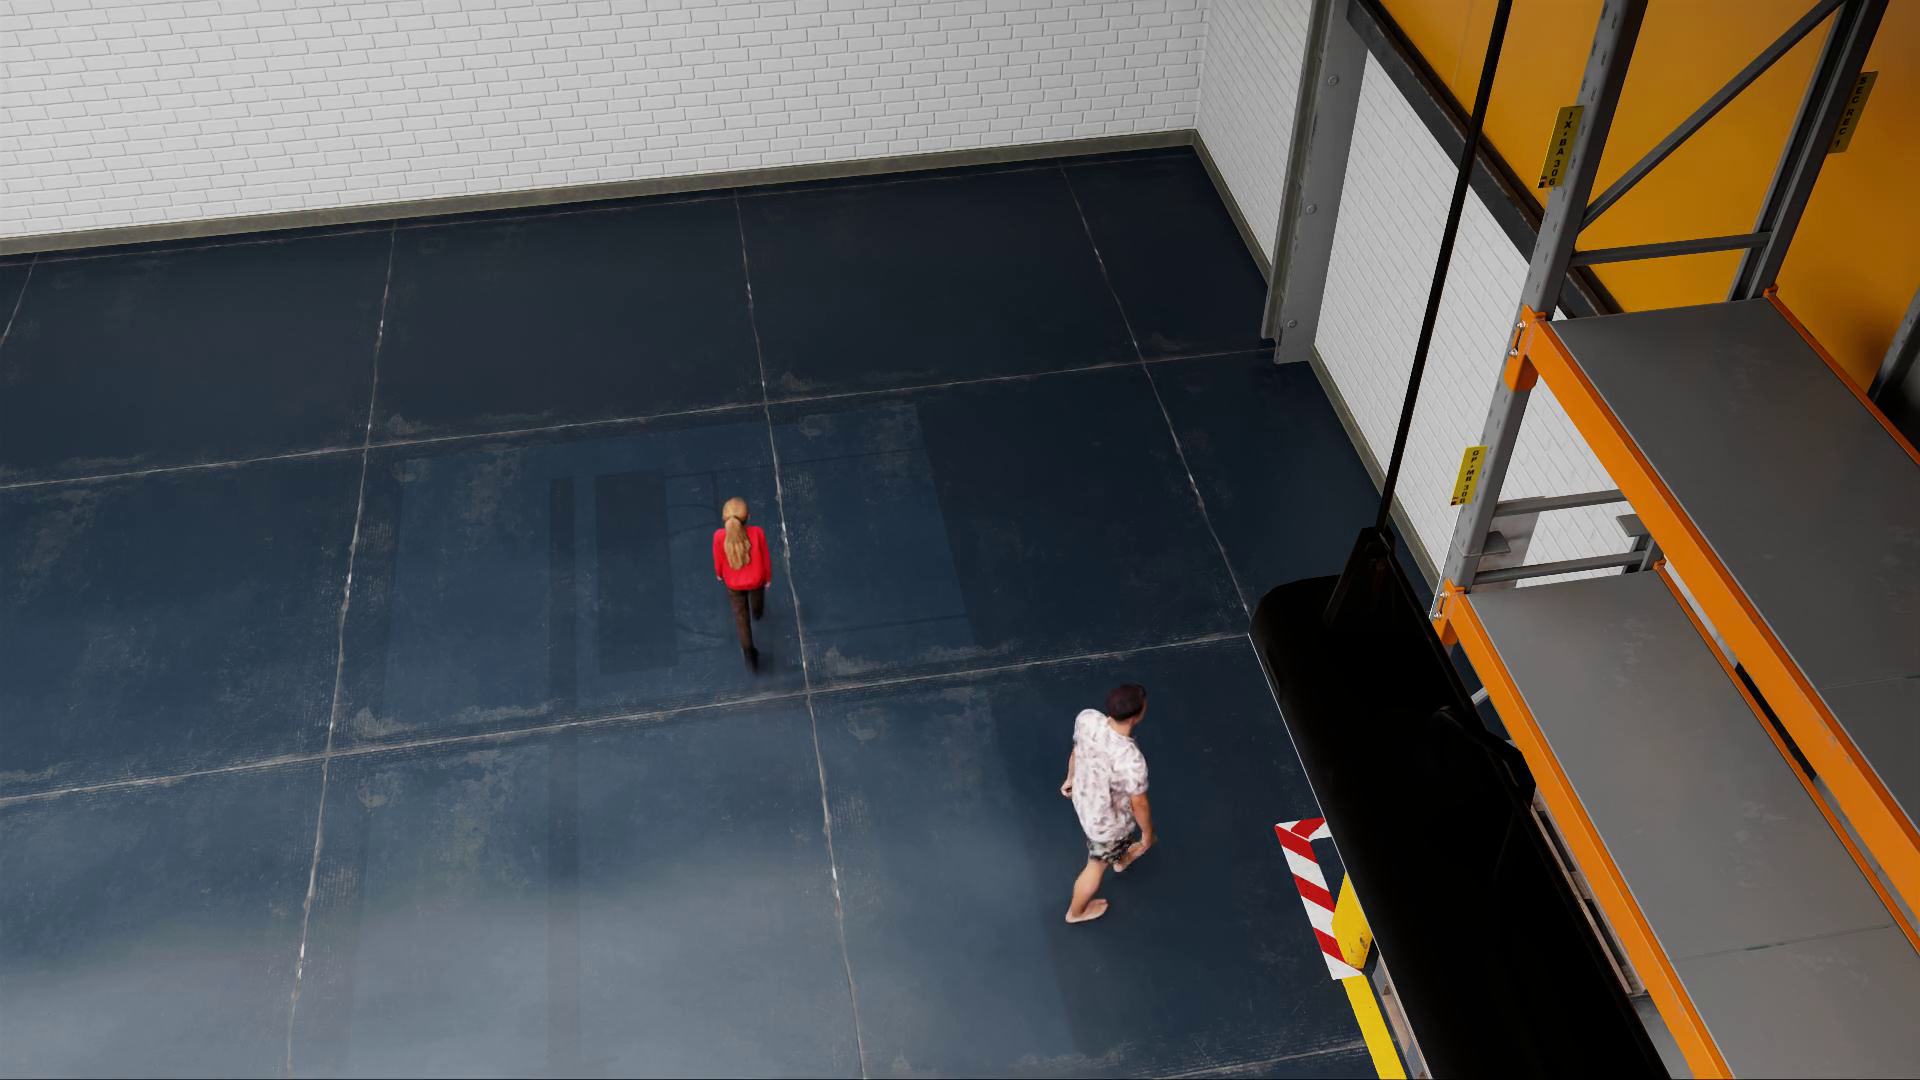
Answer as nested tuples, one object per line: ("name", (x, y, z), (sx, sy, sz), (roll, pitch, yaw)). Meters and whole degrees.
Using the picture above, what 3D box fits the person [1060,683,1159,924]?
("person", (0.710, 1.452, 8.913), (0.973, 1.792, 0.995), (-23, 48, -22))

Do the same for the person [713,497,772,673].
("person", (-1.364, 0.284, 10.531), (0.514, 1.251, 0.908), (-6, 44, -6))
